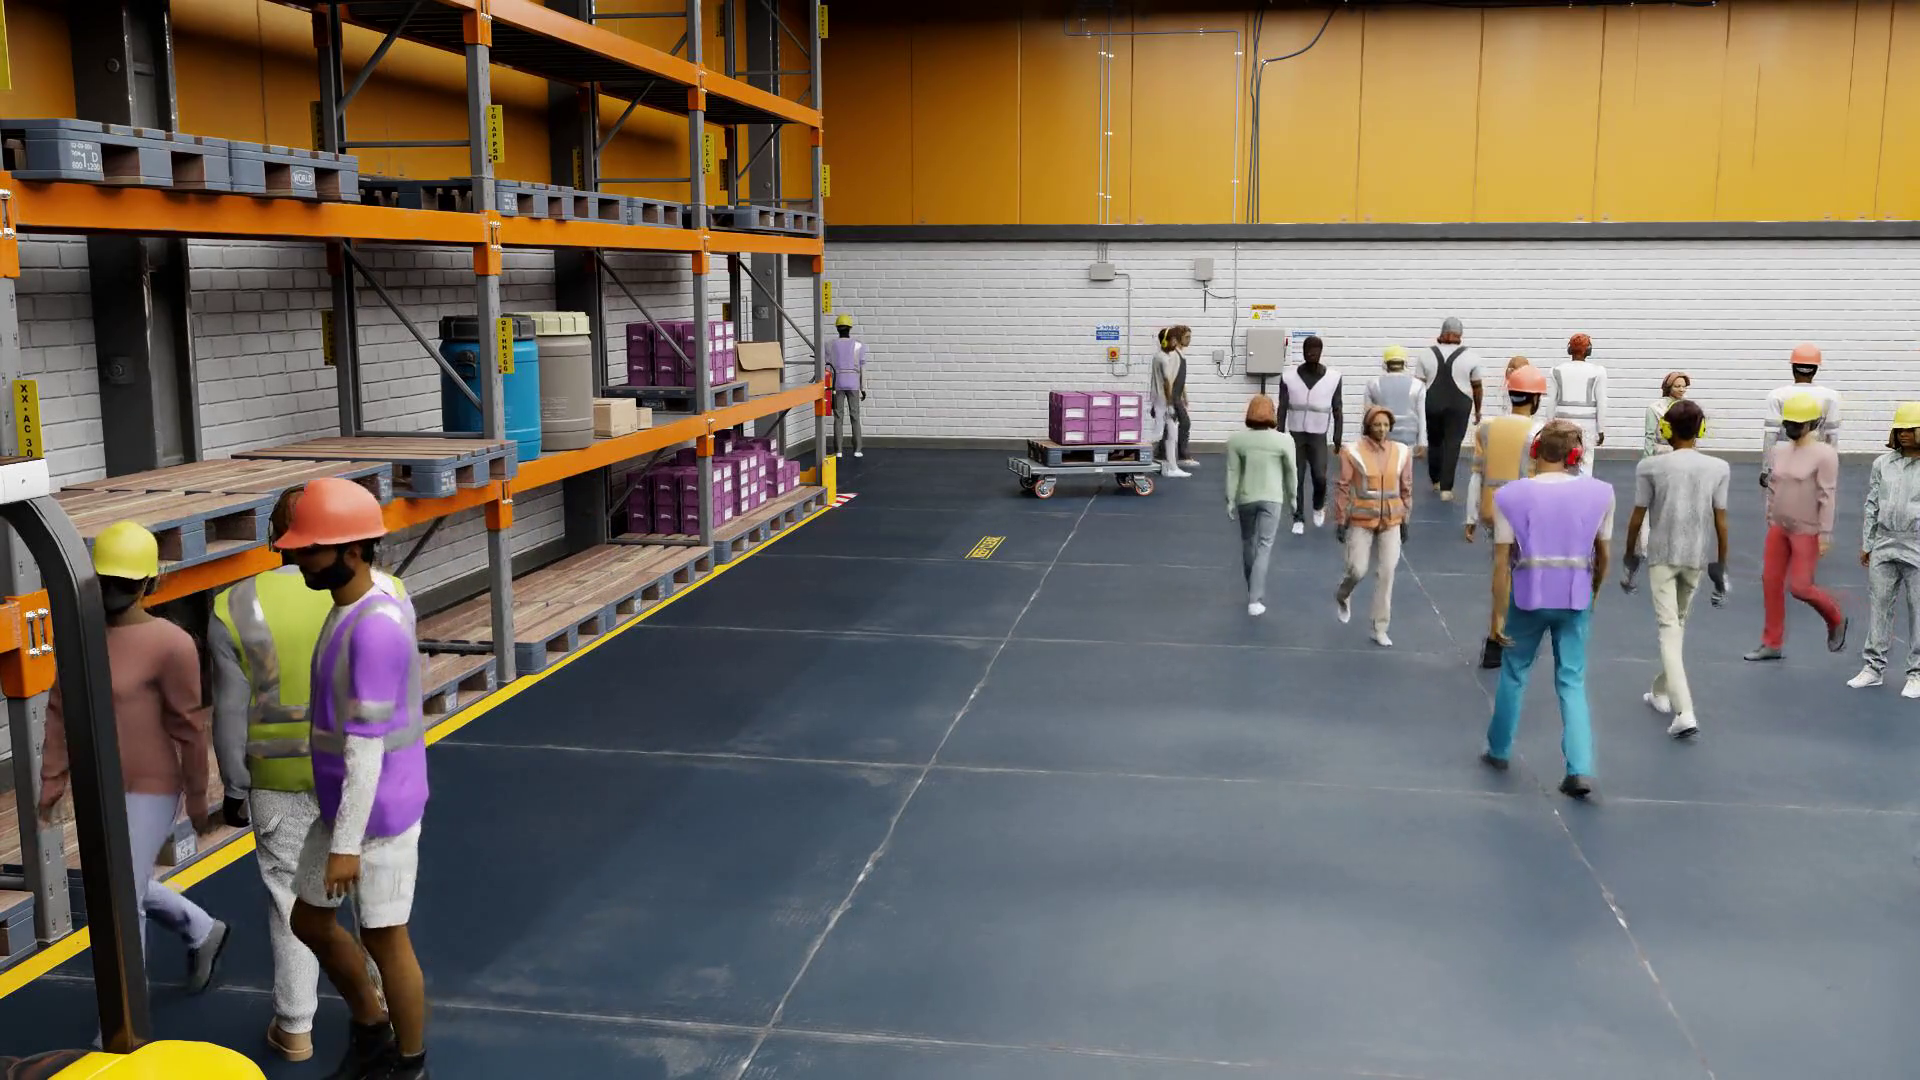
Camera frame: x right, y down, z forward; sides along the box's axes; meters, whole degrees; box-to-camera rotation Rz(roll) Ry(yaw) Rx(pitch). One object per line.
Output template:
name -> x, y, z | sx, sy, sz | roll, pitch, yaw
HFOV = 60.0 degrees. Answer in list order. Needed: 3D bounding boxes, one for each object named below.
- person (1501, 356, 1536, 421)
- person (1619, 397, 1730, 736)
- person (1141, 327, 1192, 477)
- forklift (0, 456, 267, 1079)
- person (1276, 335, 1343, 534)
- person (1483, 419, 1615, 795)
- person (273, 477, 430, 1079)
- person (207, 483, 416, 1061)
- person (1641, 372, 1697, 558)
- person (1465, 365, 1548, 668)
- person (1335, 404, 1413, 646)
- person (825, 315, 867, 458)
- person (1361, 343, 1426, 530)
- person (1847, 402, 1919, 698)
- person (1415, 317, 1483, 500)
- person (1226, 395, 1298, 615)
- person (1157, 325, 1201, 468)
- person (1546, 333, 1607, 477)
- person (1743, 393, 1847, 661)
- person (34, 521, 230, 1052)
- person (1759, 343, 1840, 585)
person -> 5.736, -1.078, 17.148 | 0.508, 1.632, 0.270 | -6, 11, -31
person -> 3.937, 0.135, 9.129 | 0.531, 1.827, 0.963 | 0, 9, 3
person -> 2.373, -1.661, 20.145 | 0.834, 1.836, 0.508 | 0, 9, 3
forklift -> -2.328, 0.975, 2.765 | 2.313, 2.155, 1.214 | 1, 9, 9
person -> 3.333, -1.005, 15.887 | 0.619, 1.899, 0.460 | 3, 10, 15
person -> 2.853, 0.316, 8.058 | 0.570, 1.807, 0.725 | 2, 9, 10
person -> -1.776, 0.775, 4.838 | 0.428, 1.927, 0.559 | -6, 11, -34
person -> -2.044, 0.735, 5.327 | 0.633, 1.843, 0.429 | -5, 11, -30
person -> 6.150, -0.639, 14.422 | 0.515, 1.641, 0.308 | -2, 10, -15
person -> 3.614, -0.159, 10.644 | 0.891, 1.897, 0.577 | -8, 12, -40
person -> 2.786, -0.120, 11.284 | 0.517, 1.623, 0.555 | -1, 9, -5
person -> -1.542, -2.048, 22.255 | 0.584, 1.919, 0.381 | -1, 9, -8
person -> 4.148, -0.966, 15.916 | 0.606, 1.816, 0.414 | 2, 9, 13
person -> 5.570, 0.056, 9.819 | 0.315, 1.742, 0.492 | -7, 11, -36
person -> 5.452, -1.492, 18.451 | 0.697, 2.000, 1.020 | 5, 11, 30
person -> 2.253, -0.278, 12.370 | 0.502, 1.586, 0.866 | 4, 10, 23
person -> 2.820, -1.809, 21.103 | 0.728, 1.814, 0.556 | 3, 10, 16
person -> 6.160, -1.120, 16.644 | 0.573, 1.883, 0.356 | 6, 11, 31
person -> 5.386, -0.075, 10.606 | 0.563, 1.738, 0.540 | -3, 10, -18
person -> -2.664, 0.785, 5.373 | 0.528, 1.723, 0.793 | 3, 10, 20
person -> 6.685, -0.597, 13.279 | 0.564, 1.933, 0.372 | 2, 9, 14
